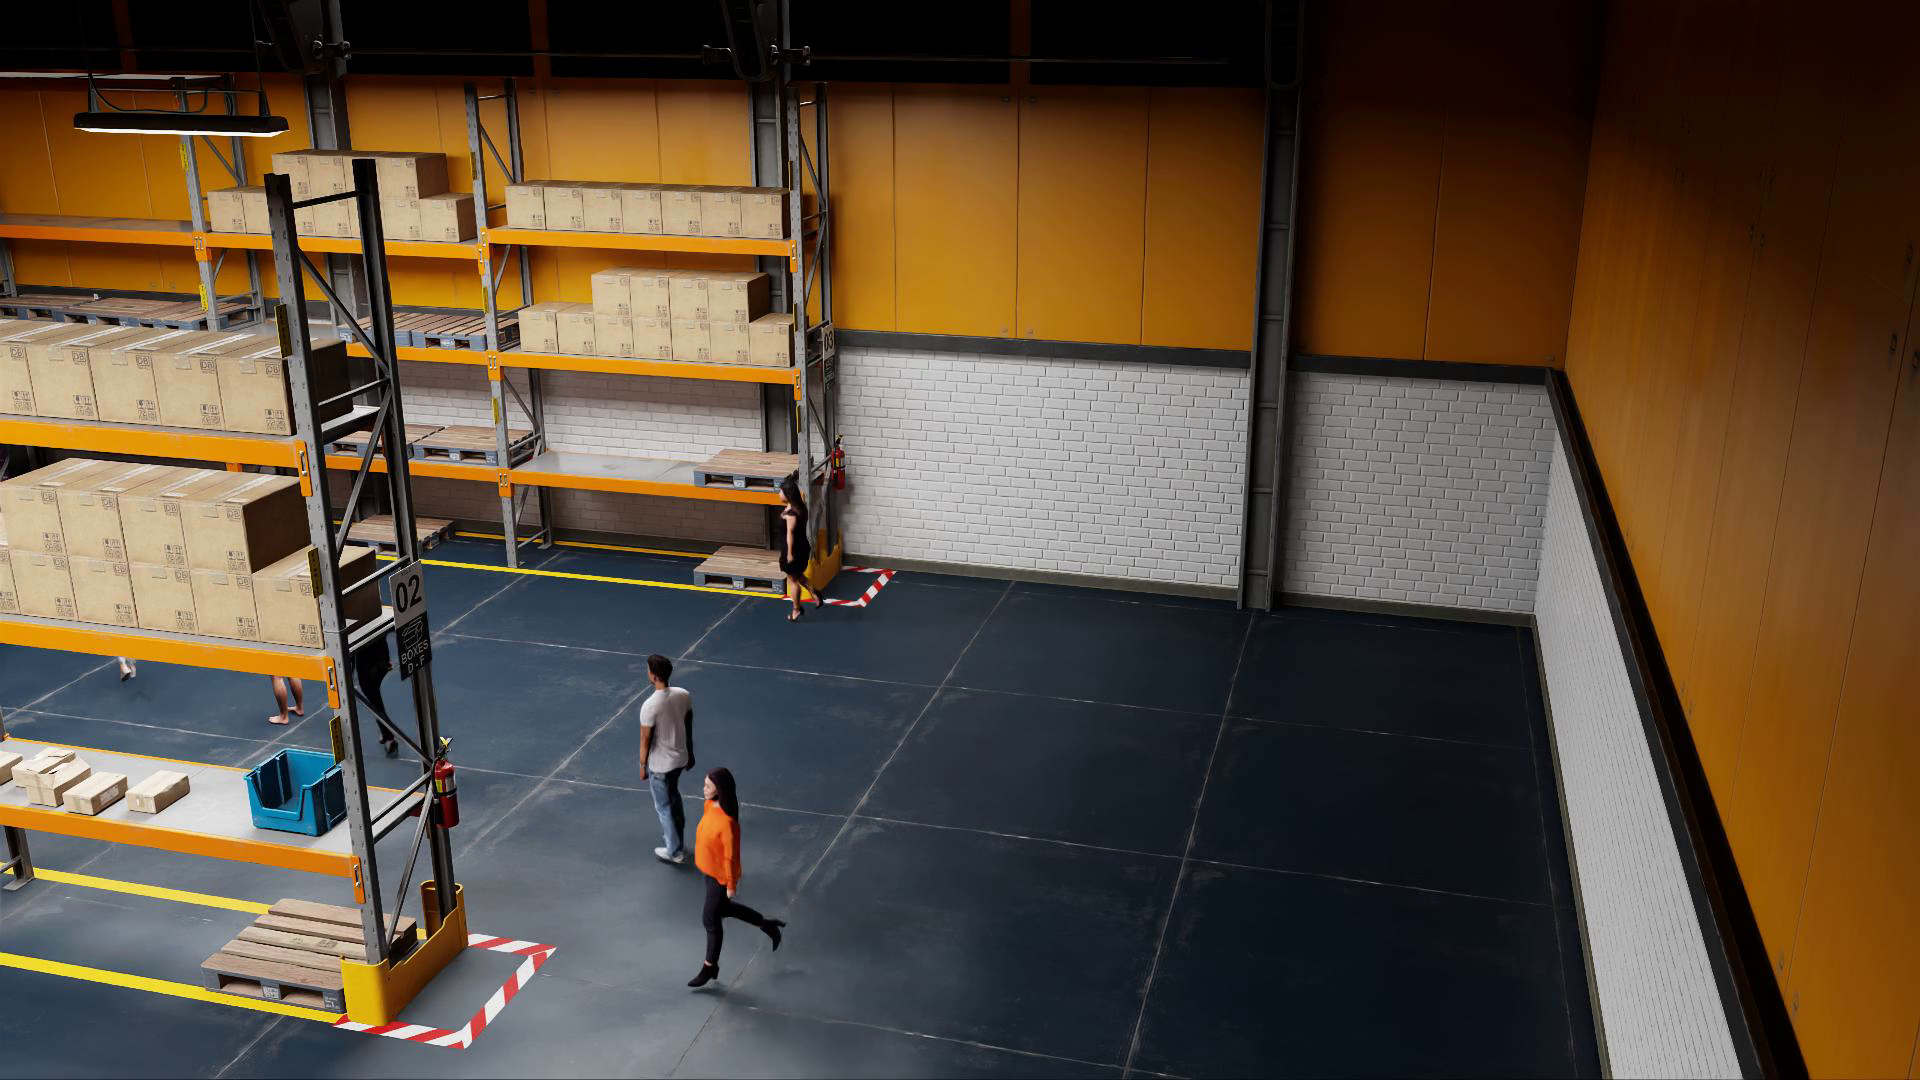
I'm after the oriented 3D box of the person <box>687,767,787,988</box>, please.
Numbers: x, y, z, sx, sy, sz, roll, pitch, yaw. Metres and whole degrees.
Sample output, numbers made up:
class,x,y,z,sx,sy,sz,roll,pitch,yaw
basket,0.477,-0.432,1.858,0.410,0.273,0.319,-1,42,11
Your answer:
class,x,y,z,sx,sy,sz,roll,pitch,yaw
person,-1.688,2.463,12.278,1.115,1.725,1.020,-9,21,-25

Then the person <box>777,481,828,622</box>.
class,x,y,z,sx,sy,sz,roll,pitch,yaw
person,-1.814,0.145,19.203,0.792,1.699,0.706,3,19,9

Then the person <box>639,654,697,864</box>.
class,x,y,z,sx,sy,sz,roll,pitch,yaw
person,-2.387,1.851,13.903,0.793,1.848,0.784,14,23,35

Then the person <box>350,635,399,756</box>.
class,x,y,z,sx,sy,sz,roll,pitch,yaw
person,-5.532,1.288,15.822,0.662,1.690,0.646,9,21,25
